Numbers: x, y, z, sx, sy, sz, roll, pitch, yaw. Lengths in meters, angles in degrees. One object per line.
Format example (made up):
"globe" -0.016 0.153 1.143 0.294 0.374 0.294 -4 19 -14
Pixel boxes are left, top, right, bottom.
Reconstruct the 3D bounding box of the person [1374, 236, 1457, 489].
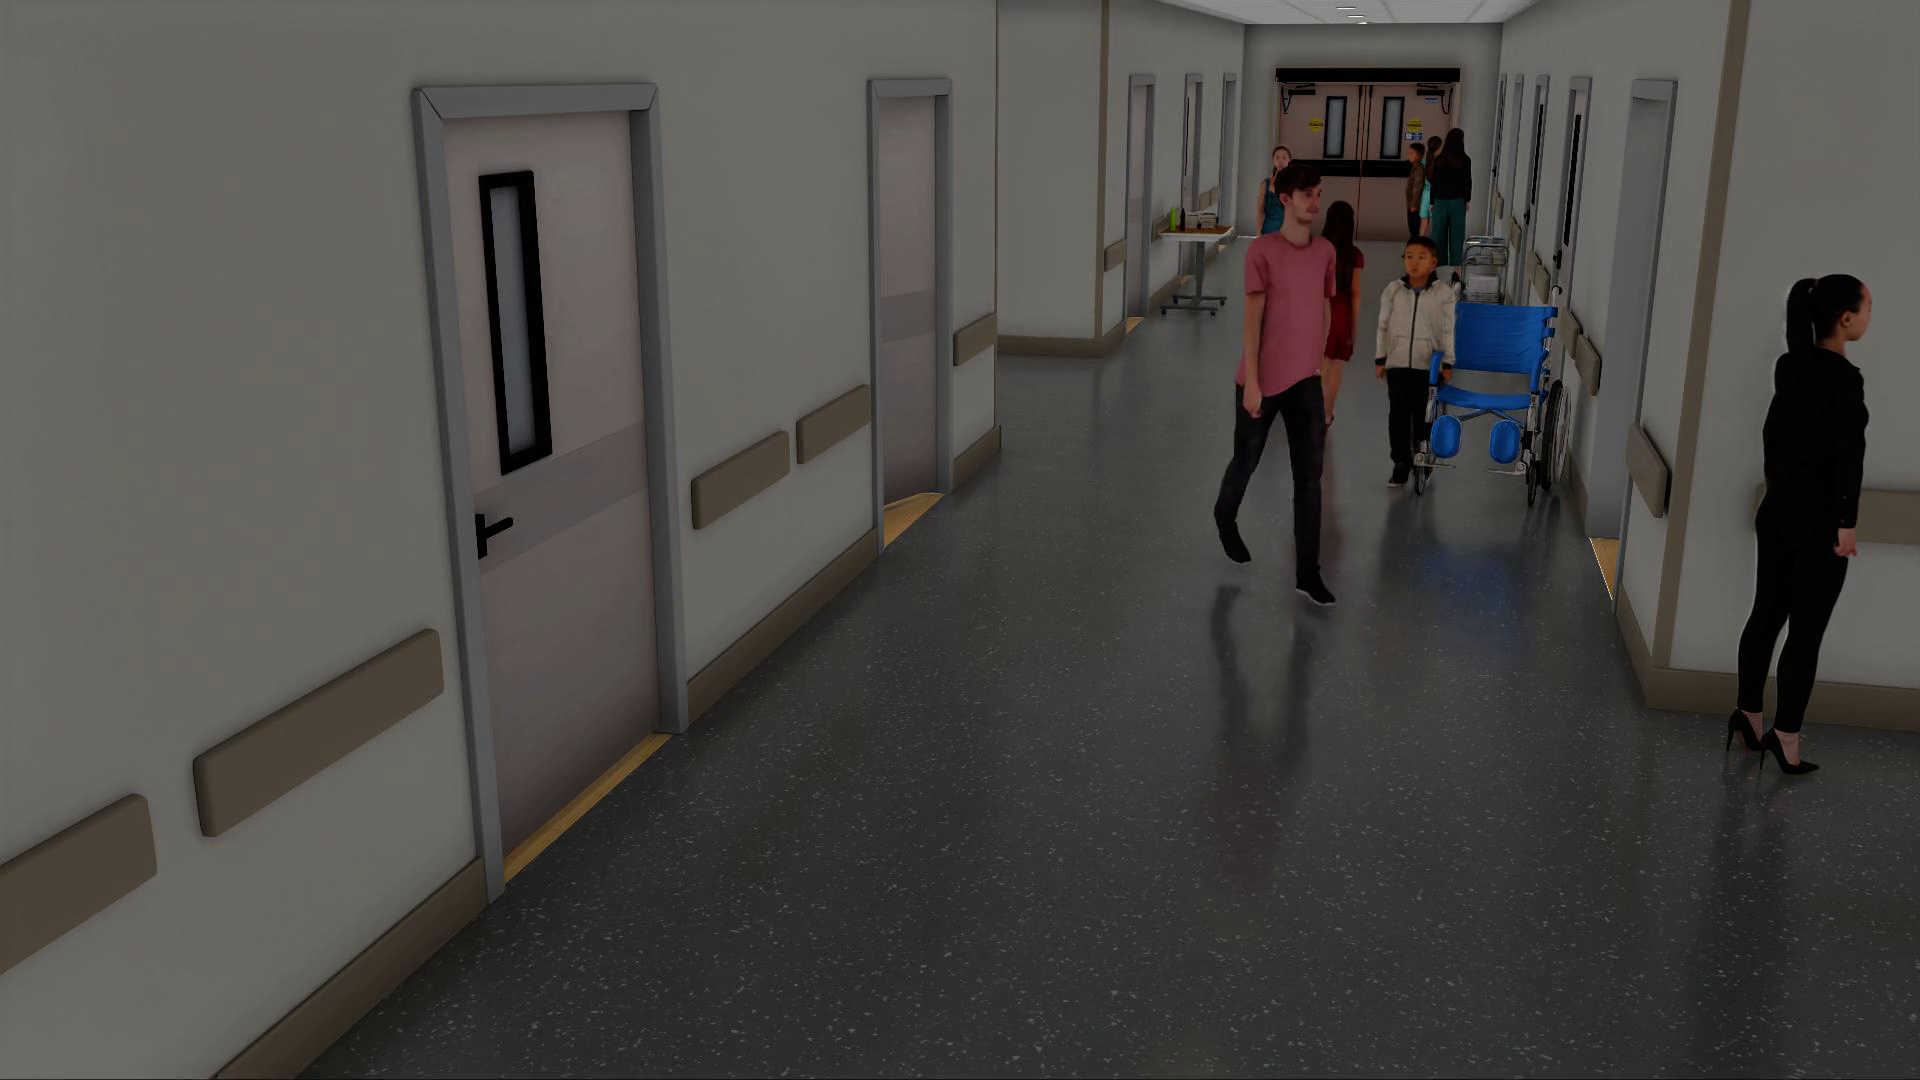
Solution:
"person" 2.632 -1.020 9.585 0.631 1.446 0.591 7 17 23

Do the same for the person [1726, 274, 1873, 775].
"person" 2.875 -0.052 5.659 0.706 1.711 0.553 -2 16 -8

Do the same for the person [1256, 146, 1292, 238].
"person" 2.935 -2.776 15.395 0.588 1.671 0.618 2 16 7

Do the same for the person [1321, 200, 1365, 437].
"person" 2.385 -1.396 10.787 0.605 1.517 1.082 2 16 9

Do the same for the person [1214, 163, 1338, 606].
"person" 1.423 -0.719 7.663 1.075 1.908 1.316 -5 16 -17

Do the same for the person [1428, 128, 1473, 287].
"person" 5.497 -3.735 18.676 0.685 1.738 0.624 9 18 29

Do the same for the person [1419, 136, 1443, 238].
"person" 6.035 -4.373 21.271 0.622 1.557 0.641 11 19 35

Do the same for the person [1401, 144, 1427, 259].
"person" 5.891 -4.358 21.415 0.646 1.450 0.493 4 16 14
